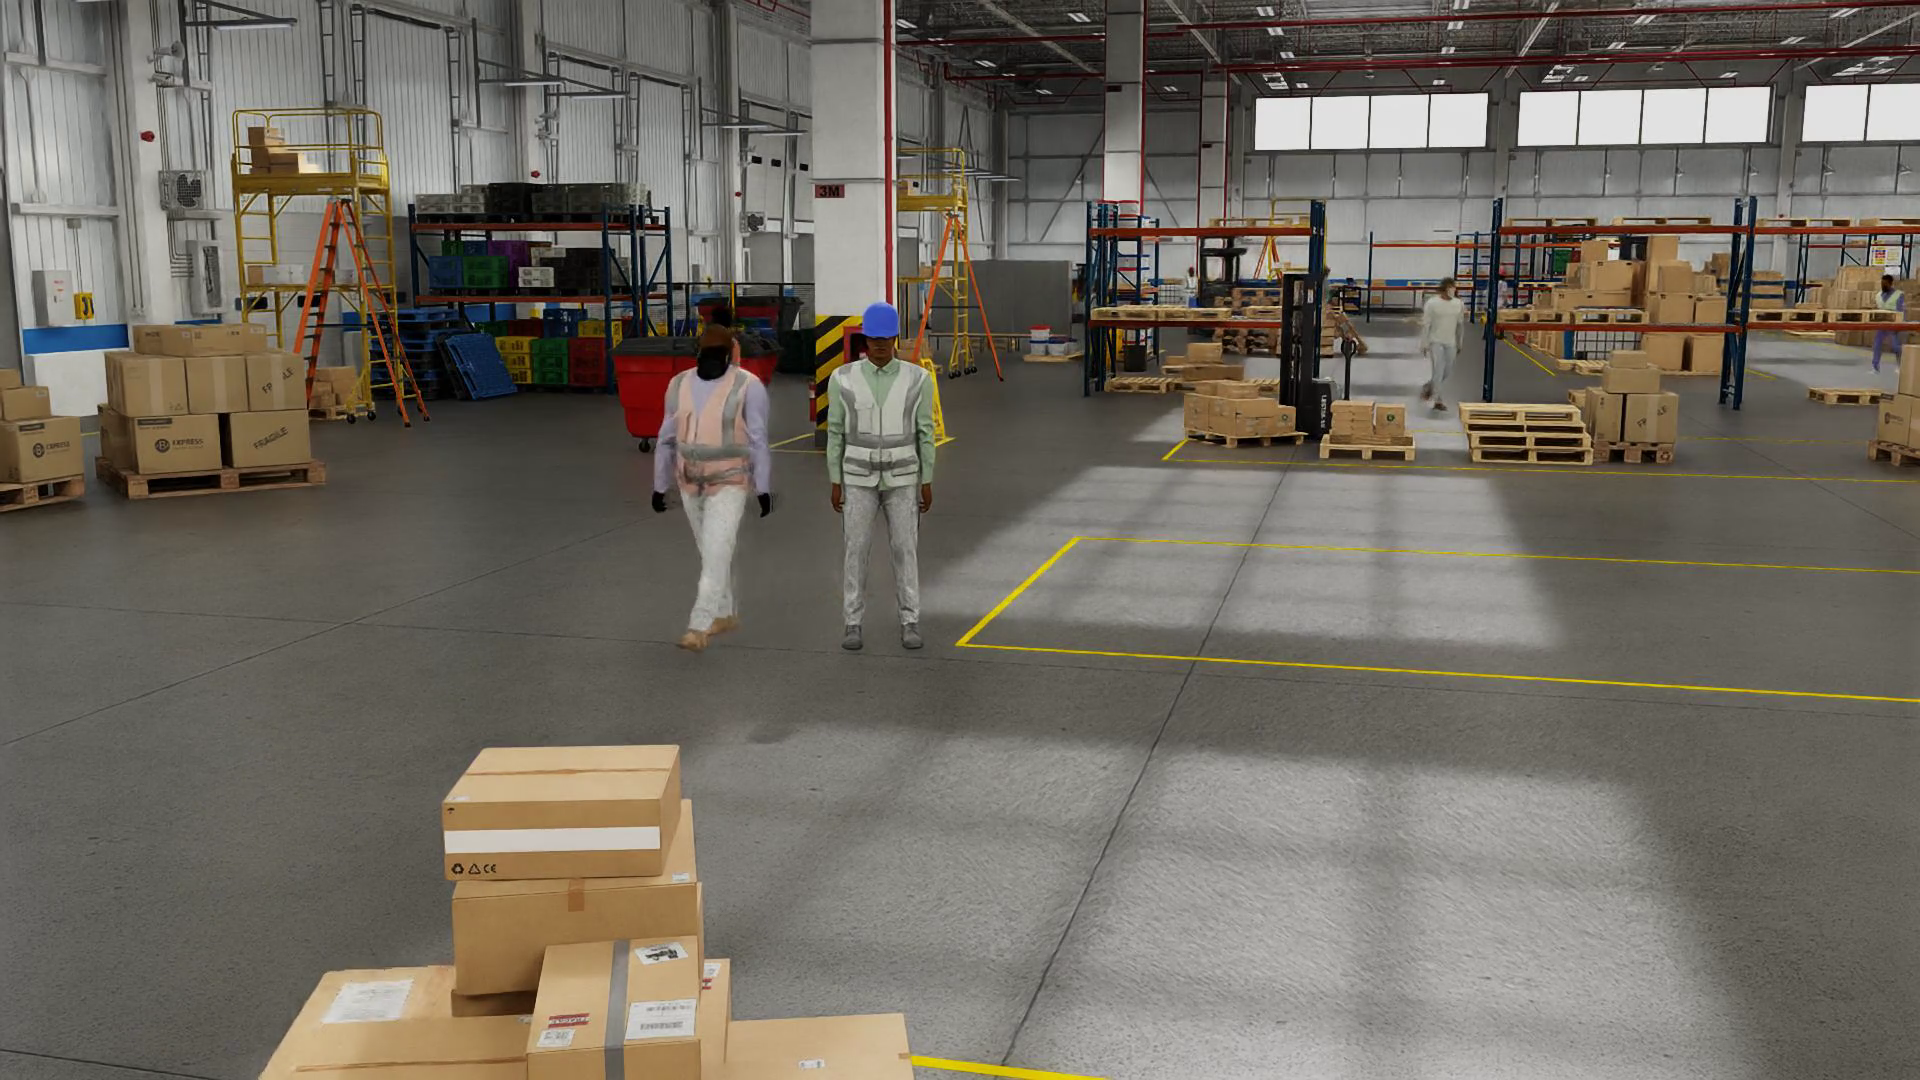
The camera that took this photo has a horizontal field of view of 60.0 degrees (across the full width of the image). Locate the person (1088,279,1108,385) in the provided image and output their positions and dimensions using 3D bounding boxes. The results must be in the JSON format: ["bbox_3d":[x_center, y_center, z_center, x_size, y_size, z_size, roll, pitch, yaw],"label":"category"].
[{"bbox_3d":[2.365,-3.571,28.510,0.399,1.833,0.528,-3,10,-16],"label":"person"}]

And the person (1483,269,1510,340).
[{"bbox_3d":[14.226,-6.200,43.893,0.839,1.871,0.557,-5,11,-28],"label":"person"}]

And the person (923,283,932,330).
[{"bbox_3d":[-0.859,-7.344,50.451,0.544,1.929,0.386,-7,12,-37],"label":"person"}]

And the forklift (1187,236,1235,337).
[{"bbox_3d":[6.998,-6.986,45.536,1.129,2.768,1.873,-1,10,-8],"label":"forklift"}]

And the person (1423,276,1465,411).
[{"bbox_3d":[6.896,-2.829,23.912,0.638,1.920,0.710,-2,10,-11],"label":"person"}]

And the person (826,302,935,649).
[{"bbox_3d":[-0.437,-0.344,9.219,0.603,1.938,0.425,0,10,-3],"label":"person"}]

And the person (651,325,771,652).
[{"bbox_3d":[-1.435,-0.281,9.235,0.668,1.791,0.899,4,11,24],"label":"person"}]

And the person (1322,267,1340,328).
[{"bbox_3d":[11.219,-7.491,51.465,1.064,1.888,0.642,0,10,2],"label":"person"}]

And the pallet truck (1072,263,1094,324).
[{"bbox_3d":[4.325,-8.180,55.162,0.823,1.965,1.885,6,11,31],"label":"pallet truck"}]

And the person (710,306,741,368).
[{"bbox_3d":[-2.372,-1.543,16.991,0.476,1.681,0.543,-7,12,-35],"label":"person"}]

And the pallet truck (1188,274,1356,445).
[{"bbox_3d":[3.653,-2.138,19.590,1.885,1.965,0.823,-4,10,-20],"label":"pallet truck"}]

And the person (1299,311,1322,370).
[{"bbox_3d":[6.769,-4.123,32.044,0.484,1.738,0.320,-3,10,-20],"label":"person"}]

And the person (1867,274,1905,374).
[{"bbox_3d":[17.427,-4.036,31.126,0.887,1.881,0.582,-5,11,-27],"label":"person"}]

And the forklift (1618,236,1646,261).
[{"bbox_3d":[20.539,-7.913,50.997,1.129,2.768,1.873,-5,11,-29],"label":"forklift"}]

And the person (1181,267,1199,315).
[{"bbox_3d":[7.574,-7.962,54.273,0.590,1.853,0.884,-3,10,-19],"label":"person"}]
